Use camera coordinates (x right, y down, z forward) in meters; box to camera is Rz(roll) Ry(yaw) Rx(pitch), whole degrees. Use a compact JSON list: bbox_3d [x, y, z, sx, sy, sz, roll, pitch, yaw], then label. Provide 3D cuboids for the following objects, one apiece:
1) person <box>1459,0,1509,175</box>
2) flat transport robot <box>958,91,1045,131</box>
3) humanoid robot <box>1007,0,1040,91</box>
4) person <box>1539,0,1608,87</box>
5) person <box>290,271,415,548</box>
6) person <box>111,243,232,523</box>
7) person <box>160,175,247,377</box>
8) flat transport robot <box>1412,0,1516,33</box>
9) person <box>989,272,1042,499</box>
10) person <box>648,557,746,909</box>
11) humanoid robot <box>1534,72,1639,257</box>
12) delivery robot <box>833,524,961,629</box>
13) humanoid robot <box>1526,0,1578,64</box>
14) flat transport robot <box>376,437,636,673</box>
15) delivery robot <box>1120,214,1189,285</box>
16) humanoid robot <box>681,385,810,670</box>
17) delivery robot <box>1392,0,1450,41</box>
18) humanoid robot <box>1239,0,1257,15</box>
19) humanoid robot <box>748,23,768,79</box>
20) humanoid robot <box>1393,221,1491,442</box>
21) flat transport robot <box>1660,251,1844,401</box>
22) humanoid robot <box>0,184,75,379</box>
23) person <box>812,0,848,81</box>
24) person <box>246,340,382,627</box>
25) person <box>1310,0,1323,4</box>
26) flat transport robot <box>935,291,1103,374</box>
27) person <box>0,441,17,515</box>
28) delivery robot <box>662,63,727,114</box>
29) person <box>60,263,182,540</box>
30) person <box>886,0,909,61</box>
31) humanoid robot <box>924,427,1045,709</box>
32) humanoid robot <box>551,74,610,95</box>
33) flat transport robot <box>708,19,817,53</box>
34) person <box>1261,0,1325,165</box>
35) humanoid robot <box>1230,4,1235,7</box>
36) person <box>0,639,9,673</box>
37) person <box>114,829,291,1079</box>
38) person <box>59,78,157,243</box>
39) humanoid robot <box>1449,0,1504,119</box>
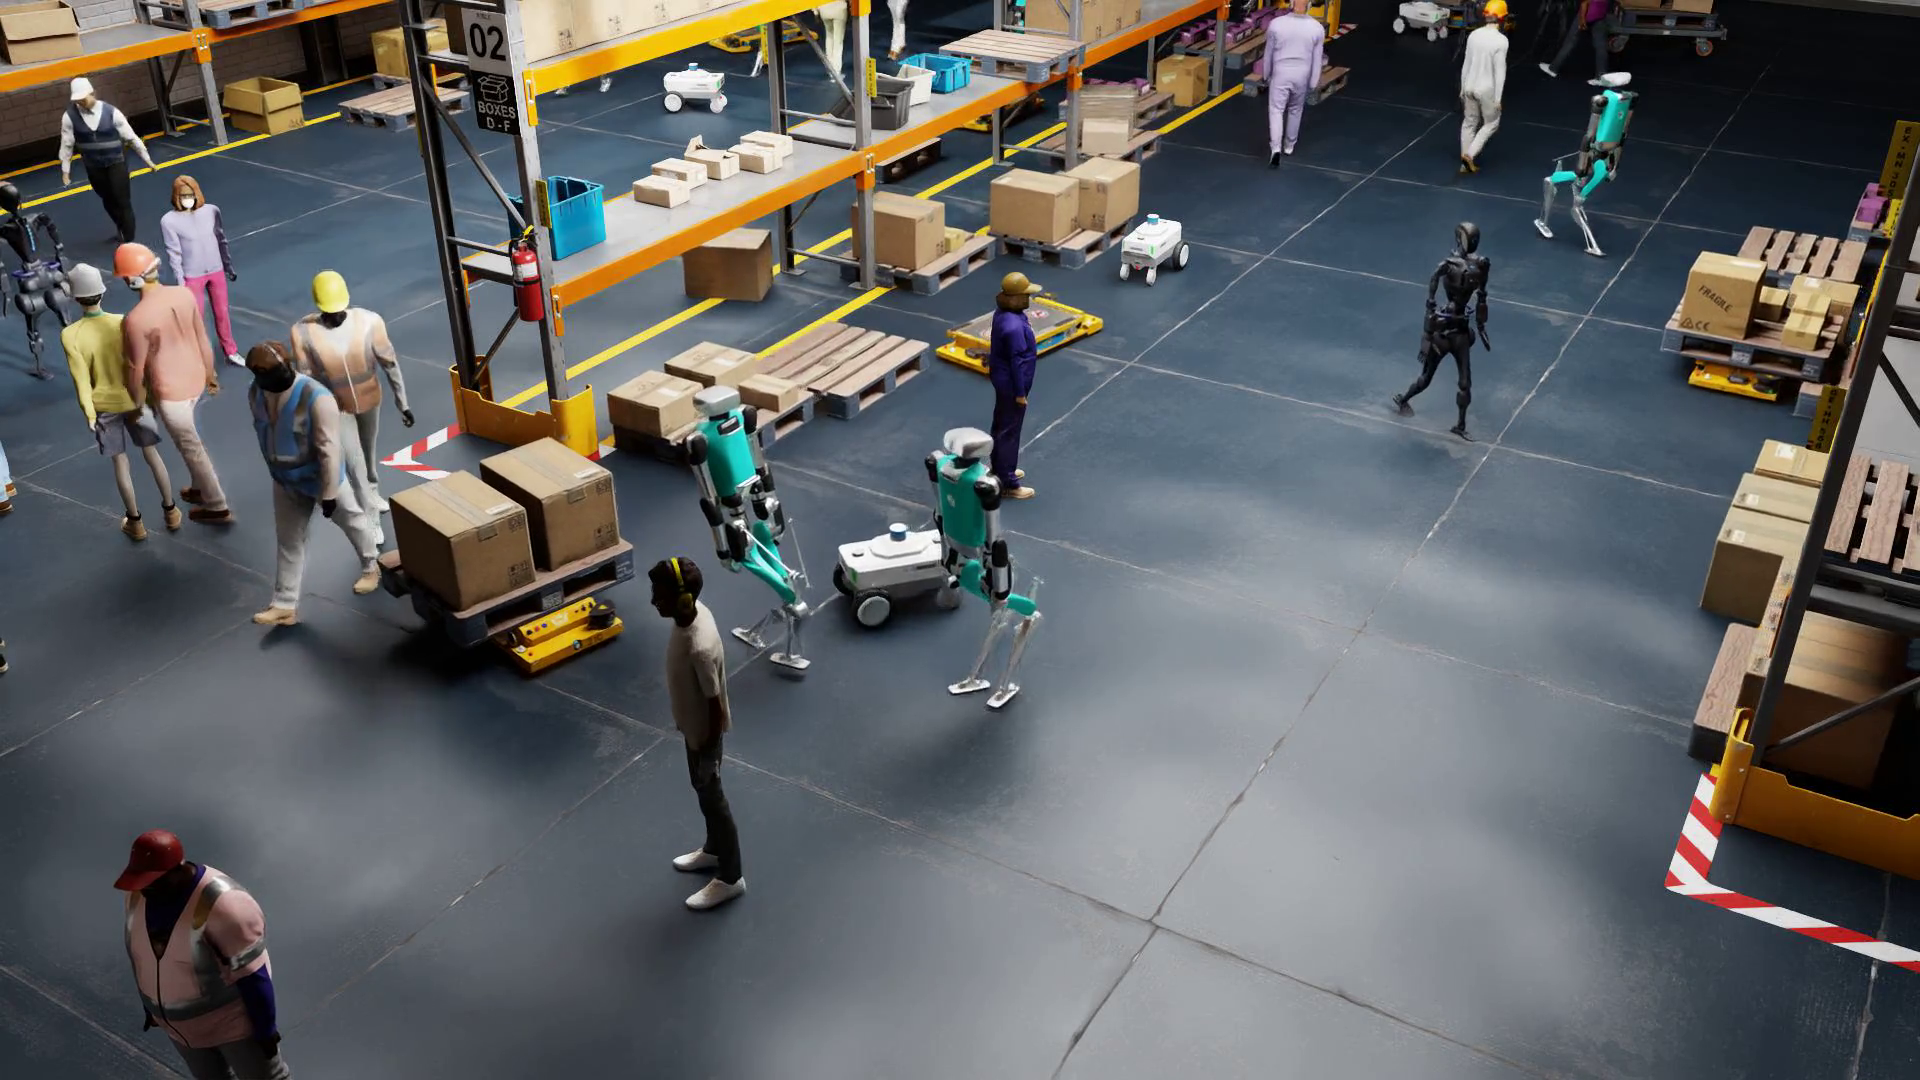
[{"bbox_3d":[5.597,-4.843,17.871,0.476,1.885,0.567,-22,36,-33],"label":"person"},{"bbox_3d":[0.412,-5.271,20.265,0.659,0.231,1.431,17,33,27],"label":"flat transport robot"},{"bbox_3d":[0.868,-6.529,21.050,0.531,1.816,0.805,3,30,6],"label":"humanoid robot"},{"bbox_3d":[8.085,-6.795,21.412,0.526,1.792,0.981,-16,33,-26],"label":"person"},{"bbox_3d":[-3.950,-0.888,10.886,0.616,1.856,0.994,-16,33,-26],"label":"person"},{"bbox_3d":[-5.291,-1.028,11.030,0.691,1.965,0.626,6,30,10],"label":"person"},{"bbox_3d":[-6.044,-2.121,13.305,0.284,1.631,0.500,22,36,34],"label":"person"},{"bbox_3d":[7.387,-7.676,24.521,1.431,0.231,0.659,20,35,31],"label":"flat transport robot"},{"bbox_3d":[0.377,-1.077,11.466,0.339,1.623,0.466,-5,30,-9],"label":"person"},{"bbox_3d":[-1.226,0.893,7.741,0.311,1.864,0.528,-10,31,-16],"label":"person"},{"bbox_3d":[5.939,-3.643,15.945,0.541,1.774,1.035,-15,33,-24],"label":"humanoid robot"},{"bbox_3d":[-0.387,0.177,10.324,0.778,0.581,0.499,-9,31,-16],"label":"delivery robot"},{"bbox_3d":[8.026,-7.254,22.346,0.601,1.637,0.533,-10,31,-17],"label":"humanoid robot"},{"bbox_3d":[-2.774,0.353,10.317,0.659,0.231,1.431,-26,38,-38],"label":"flat transport robot"},{"bbox_3d":[1.788,-2.736,15.492,0.499,0.595,0.792,15,33,25],"label":"delivery robot"},{"bbox_3d":[-1.071,0.027,9.444,0.920,1.761,0.555,19,34,30],"label":"humanoid robot"},{"bbox_3d":[6.669,-7.533,23.986,0.499,0.604,0.807,-22,36,-34],"label":"delivery robot"},{"bbox_3d":[4.441,-8.786,24.993,0.713,1.788,0.552,-3,30,-4],"label":"humanoid robot"},{"bbox_3d":[-2.644,-7.029,21.902,0.540,1.775,0.872,19,35,30],"label":"humanoid robot"},{"bbox_3d":[3.637,-1.577,12.348,0.601,1.636,0.735,-13,32,-22],"label":"humanoid robot"},{"bbox_3d":[6.465,-1.525,13.640,0.659,0.231,1.431,17,34,27],"label":"flat transport robot"},{"bbox_3d":[-7.236,-1.994,13.087,0.767,1.623,0.588,20,35,31],"label":"humanoid robot"},{"bbox_3d":[-1.593,-6.899,21.652,0.586,1.724,0.622,9,31,16],"label":"person"},{"bbox_3d":[-3.958,-0.358,10.039,0.668,1.790,0.954,10,31,18],"label":"person"},{"bbox_3d":[5.735,-9.188,25.594,0.632,1.845,0.429,18,34,29],"label":"person"},{"bbox_3d":[0.513,-1.746,14.030,0.659,0.231,1.431,24,37,36],"label":"flat transport robot"},{"bbox_3d":[-6.771,-1.088,11.117,0.394,1.990,0.619,-9,31,-16],"label":"person"},{"bbox_3d":[-3.279,-5.568,20.496,0.782,0.589,0.499,2,30,4],"label":"delivery robot"},{"bbox_3d":[-5.489,-0.888,10.869,0.472,1.892,0.385,-21,36,-32],"label":"person"},{"bbox_3d":[-0.892,-7.476,22.522,0.675,1.892,0.950,11,31,19],"label":"person"},{"bbox_3d":[0.206,0.135,9.195,0.748,1.772,0.538,-23,37,-35],"label":"humanoid robot"},{"bbox_3d":[-4.777,-6.475,20.950,0.546,1.792,0.960,22,36,33],"label":"humanoid robot"},{"bbox_3d":[-2.798,-7.145,23.581,1.431,0.231,0.659,-21,36,-33],"label":"flat transport robot"},{"bbox_3d":[3.647,-5.102,18.329,0.636,1.877,0.878,2,30,4],"label":"person"},{"bbox_3d":[4.114,-8.997,25.436,0.616,1.648,0.422,19,35,30],"label":"humanoid robot"},{"bbox_3d":[-5.834,-0.111,9.427,0.367,1.959,0.605,-16,33,-26],"label":"person"},{"bbox_3d":[-2.836,1.786,6.287,0.595,1.747,0.418,8,30,14],"label":"person"},{"bbox_3d":[-8.078,-3.562,15.783,0.799,1.704,0.933,-8,30,-14],"label":"person"},{"bbox_3d":[6.246,-5.938,20.011,0.590,1.646,0.455,-5,30,-9],"label":"humanoid robot"}]
